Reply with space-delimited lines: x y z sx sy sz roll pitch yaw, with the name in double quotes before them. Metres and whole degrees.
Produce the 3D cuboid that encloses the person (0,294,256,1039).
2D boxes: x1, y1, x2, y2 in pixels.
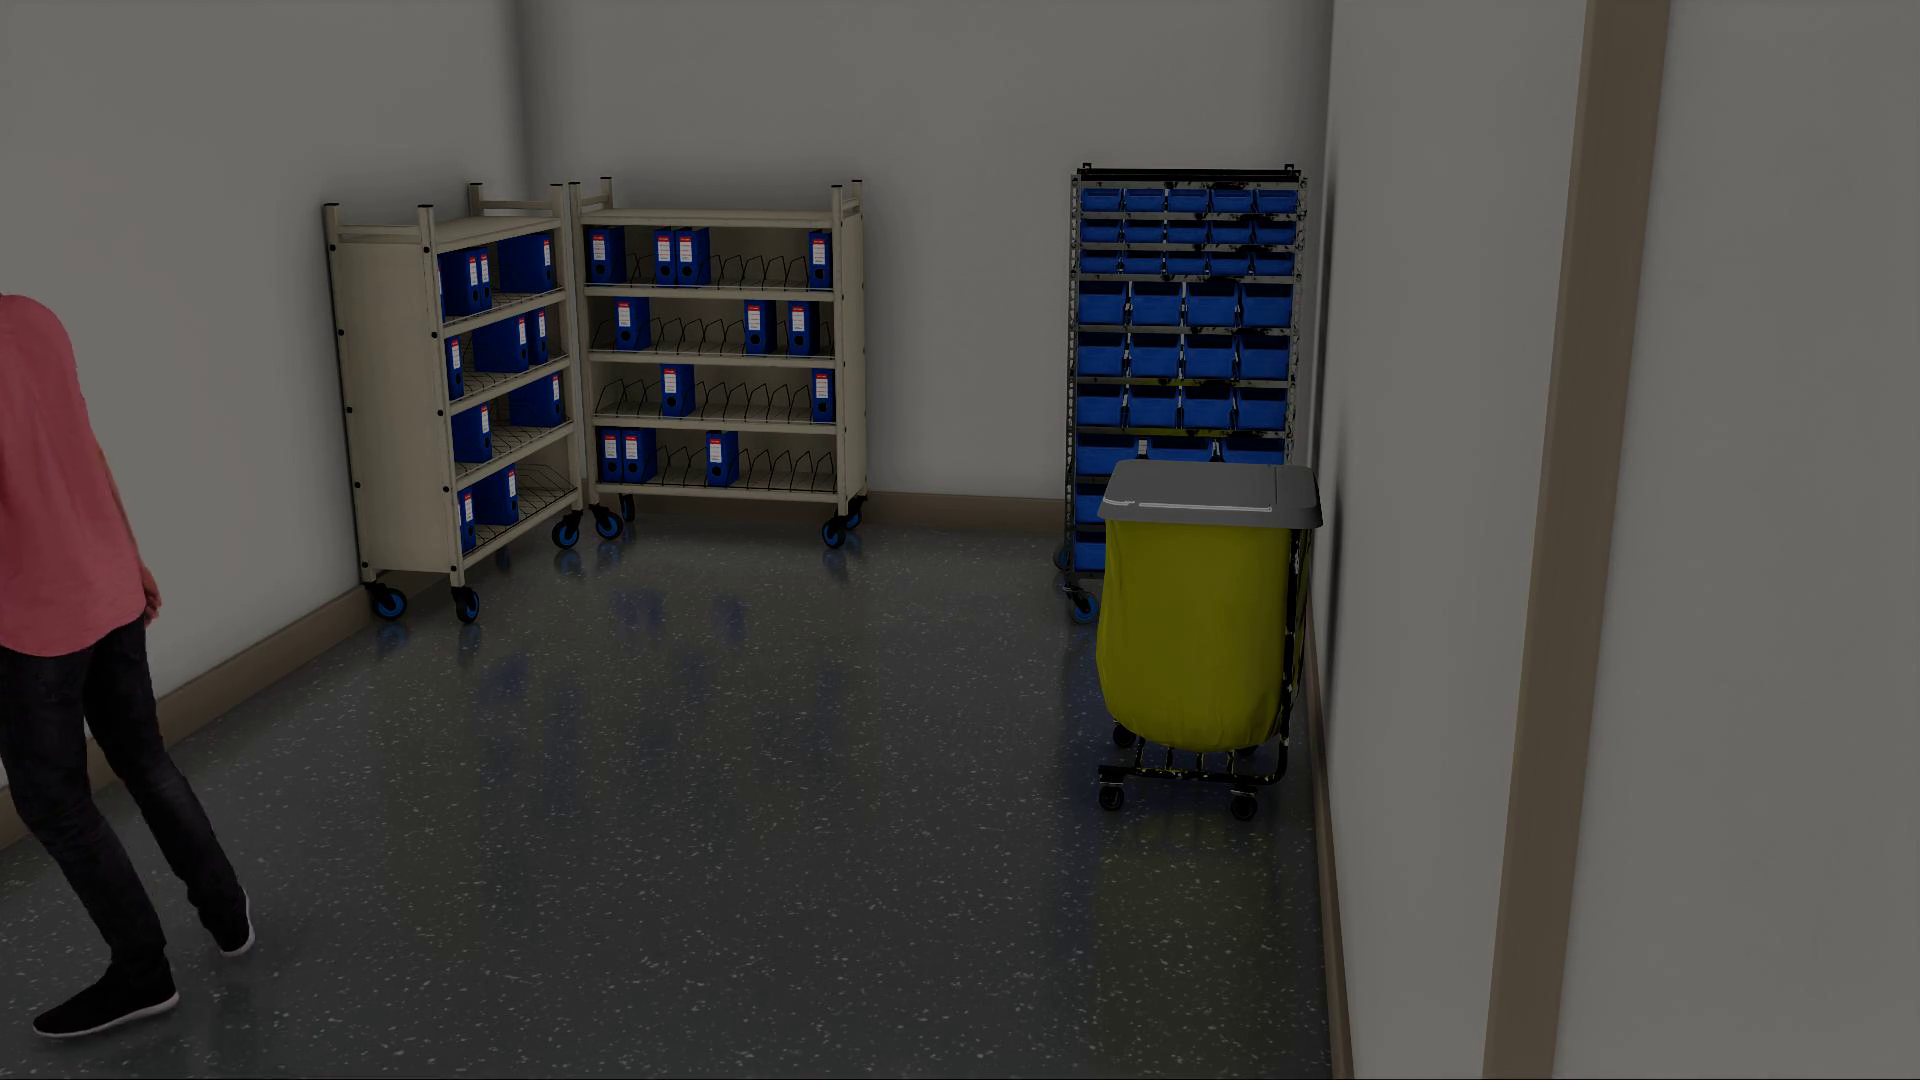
"person" -1.915 0.158 3.659 0.705 1.924 0.910 4 16 14
